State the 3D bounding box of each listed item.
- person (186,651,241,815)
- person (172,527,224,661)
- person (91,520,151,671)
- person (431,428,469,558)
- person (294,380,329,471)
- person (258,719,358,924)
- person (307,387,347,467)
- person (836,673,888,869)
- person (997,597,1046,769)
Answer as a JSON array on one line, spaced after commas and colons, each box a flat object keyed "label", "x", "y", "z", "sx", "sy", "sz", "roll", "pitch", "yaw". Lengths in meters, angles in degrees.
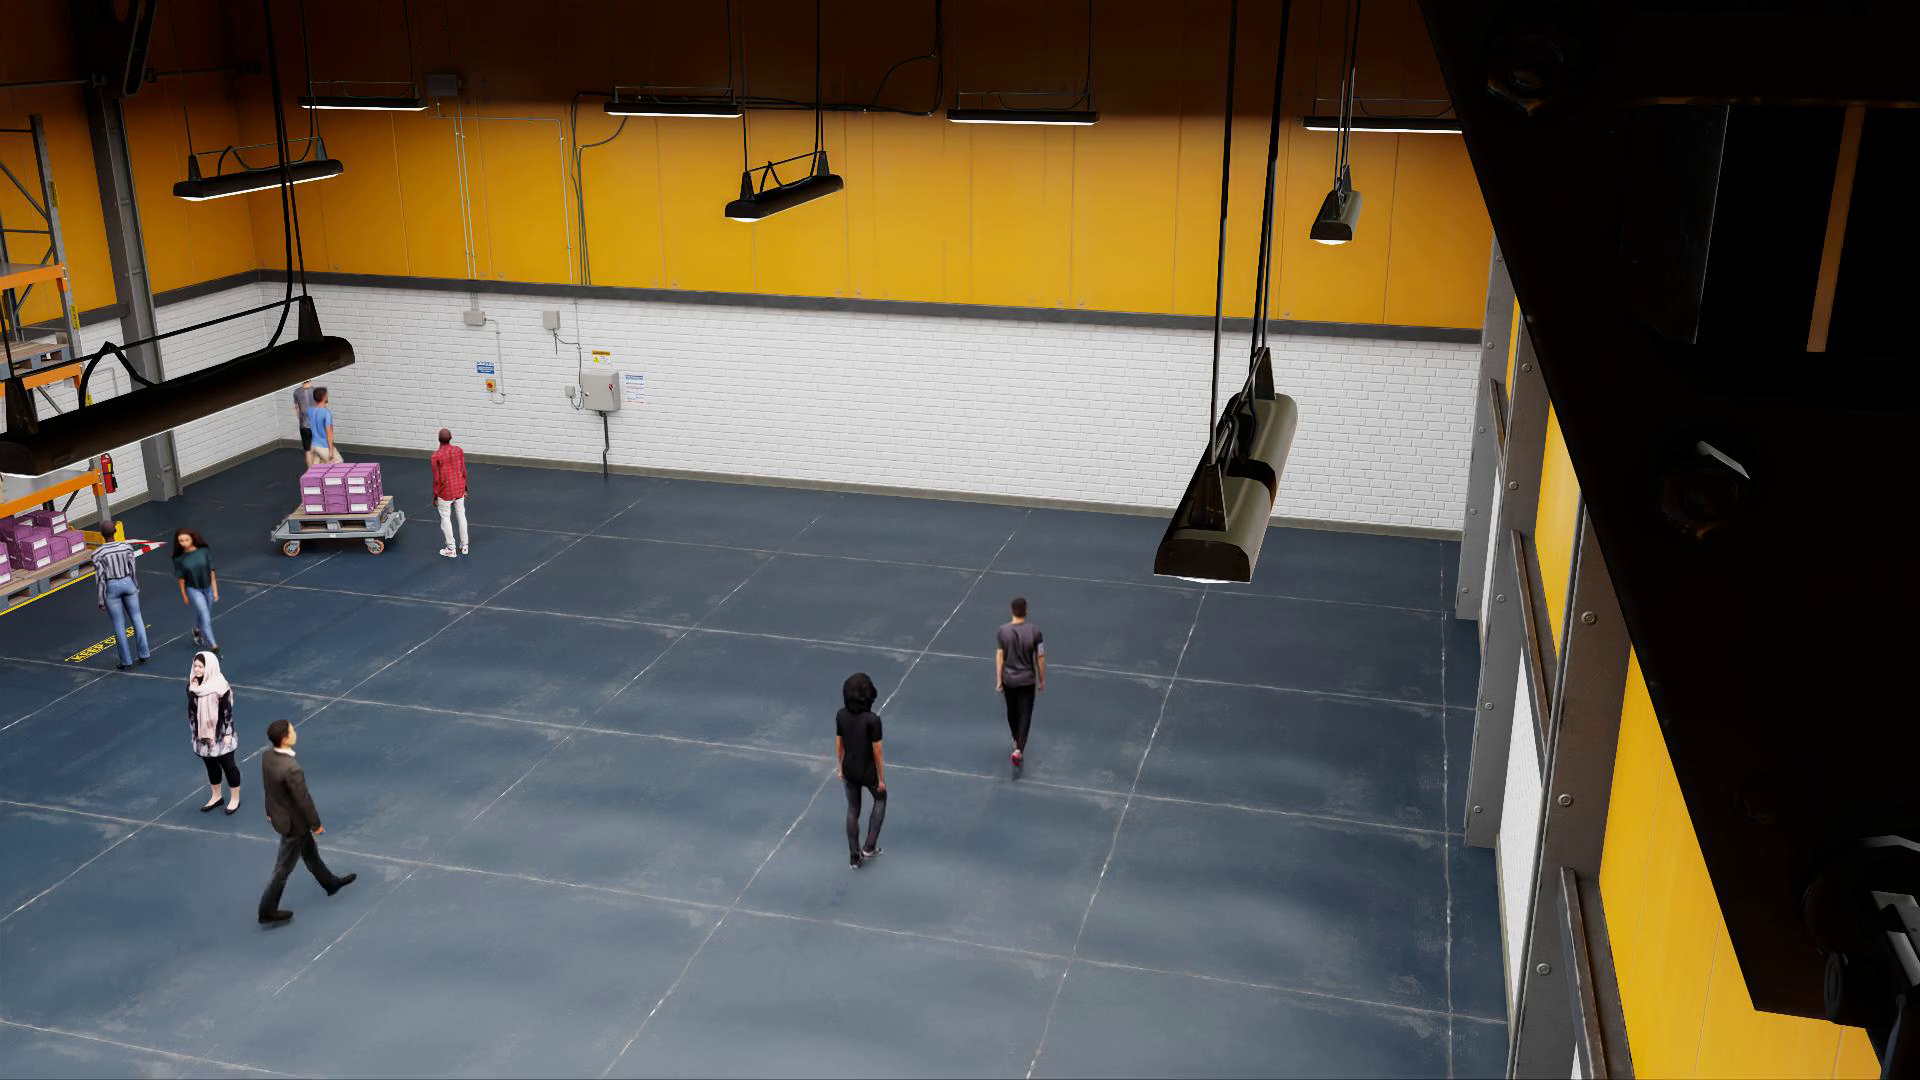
[{"label": "person", "x": -7.127, "y": 1.820, "z": 15.891, "sx": 0.617, "sy": 1.638, "sz": 0.608, "roll": 4, "pitch": 19, "yaw": 13}, {"label": "person", "x": -8.996, "y": 0.590, "z": 19.642, "sx": 1.097, "sy": 1.575, "sz": 1.035, "roll": -16, "pitch": 24, "yaw": -40}, {"label": "person", "x": -9.685, "y": 0.627, "z": 19.187, "sx": 0.761, "sy": 1.795, "sz": 0.626, "roll": 16, "pitch": 24, "yaw": 39}, {"label": "person", "x": -7.051, "y": -0.678, "z": 23.023, "sx": 0.706, "sy": 1.820, "sz": 0.817, "roll": -17, "pitch": 25, "yaw": -41}, {"label": "person", "x": -10.229, "y": -1.799, "z": 26.272, "sx": 0.710, "sy": 1.871, "sz": 0.649, "roll": 0, "pitch": 19, "yaw": 0}, {"label": "person", "x": -5.713, "y": 2.396, "z": 13.993, "sx": 1.270, "sy": 1.757, "sz": 1.087, "roll": -17, "pitch": 25, "yaw": -41}, {"label": "person", "x": -9.636, "y": -1.345, "z": 24.991, "sx": 0.762, "sy": 1.828, "sz": 1.162, "roll": 8, "pitch": 20, "yaw": 23}, {"label": "person", "x": -0.917, "y": 2.085, "z": 14.811, "sx": 0.710, "sy": 1.824, "sz": 0.713, "roll": 8, "pitch": 20, "yaw": 22}, {"label": "person", "x": 0.585, "y": 1.459, "z": 16.815, "sx": 0.719, "sy": 1.733, "sz": 1.149, "roll": 3, "pitch": 19, "yaw": 9}]
